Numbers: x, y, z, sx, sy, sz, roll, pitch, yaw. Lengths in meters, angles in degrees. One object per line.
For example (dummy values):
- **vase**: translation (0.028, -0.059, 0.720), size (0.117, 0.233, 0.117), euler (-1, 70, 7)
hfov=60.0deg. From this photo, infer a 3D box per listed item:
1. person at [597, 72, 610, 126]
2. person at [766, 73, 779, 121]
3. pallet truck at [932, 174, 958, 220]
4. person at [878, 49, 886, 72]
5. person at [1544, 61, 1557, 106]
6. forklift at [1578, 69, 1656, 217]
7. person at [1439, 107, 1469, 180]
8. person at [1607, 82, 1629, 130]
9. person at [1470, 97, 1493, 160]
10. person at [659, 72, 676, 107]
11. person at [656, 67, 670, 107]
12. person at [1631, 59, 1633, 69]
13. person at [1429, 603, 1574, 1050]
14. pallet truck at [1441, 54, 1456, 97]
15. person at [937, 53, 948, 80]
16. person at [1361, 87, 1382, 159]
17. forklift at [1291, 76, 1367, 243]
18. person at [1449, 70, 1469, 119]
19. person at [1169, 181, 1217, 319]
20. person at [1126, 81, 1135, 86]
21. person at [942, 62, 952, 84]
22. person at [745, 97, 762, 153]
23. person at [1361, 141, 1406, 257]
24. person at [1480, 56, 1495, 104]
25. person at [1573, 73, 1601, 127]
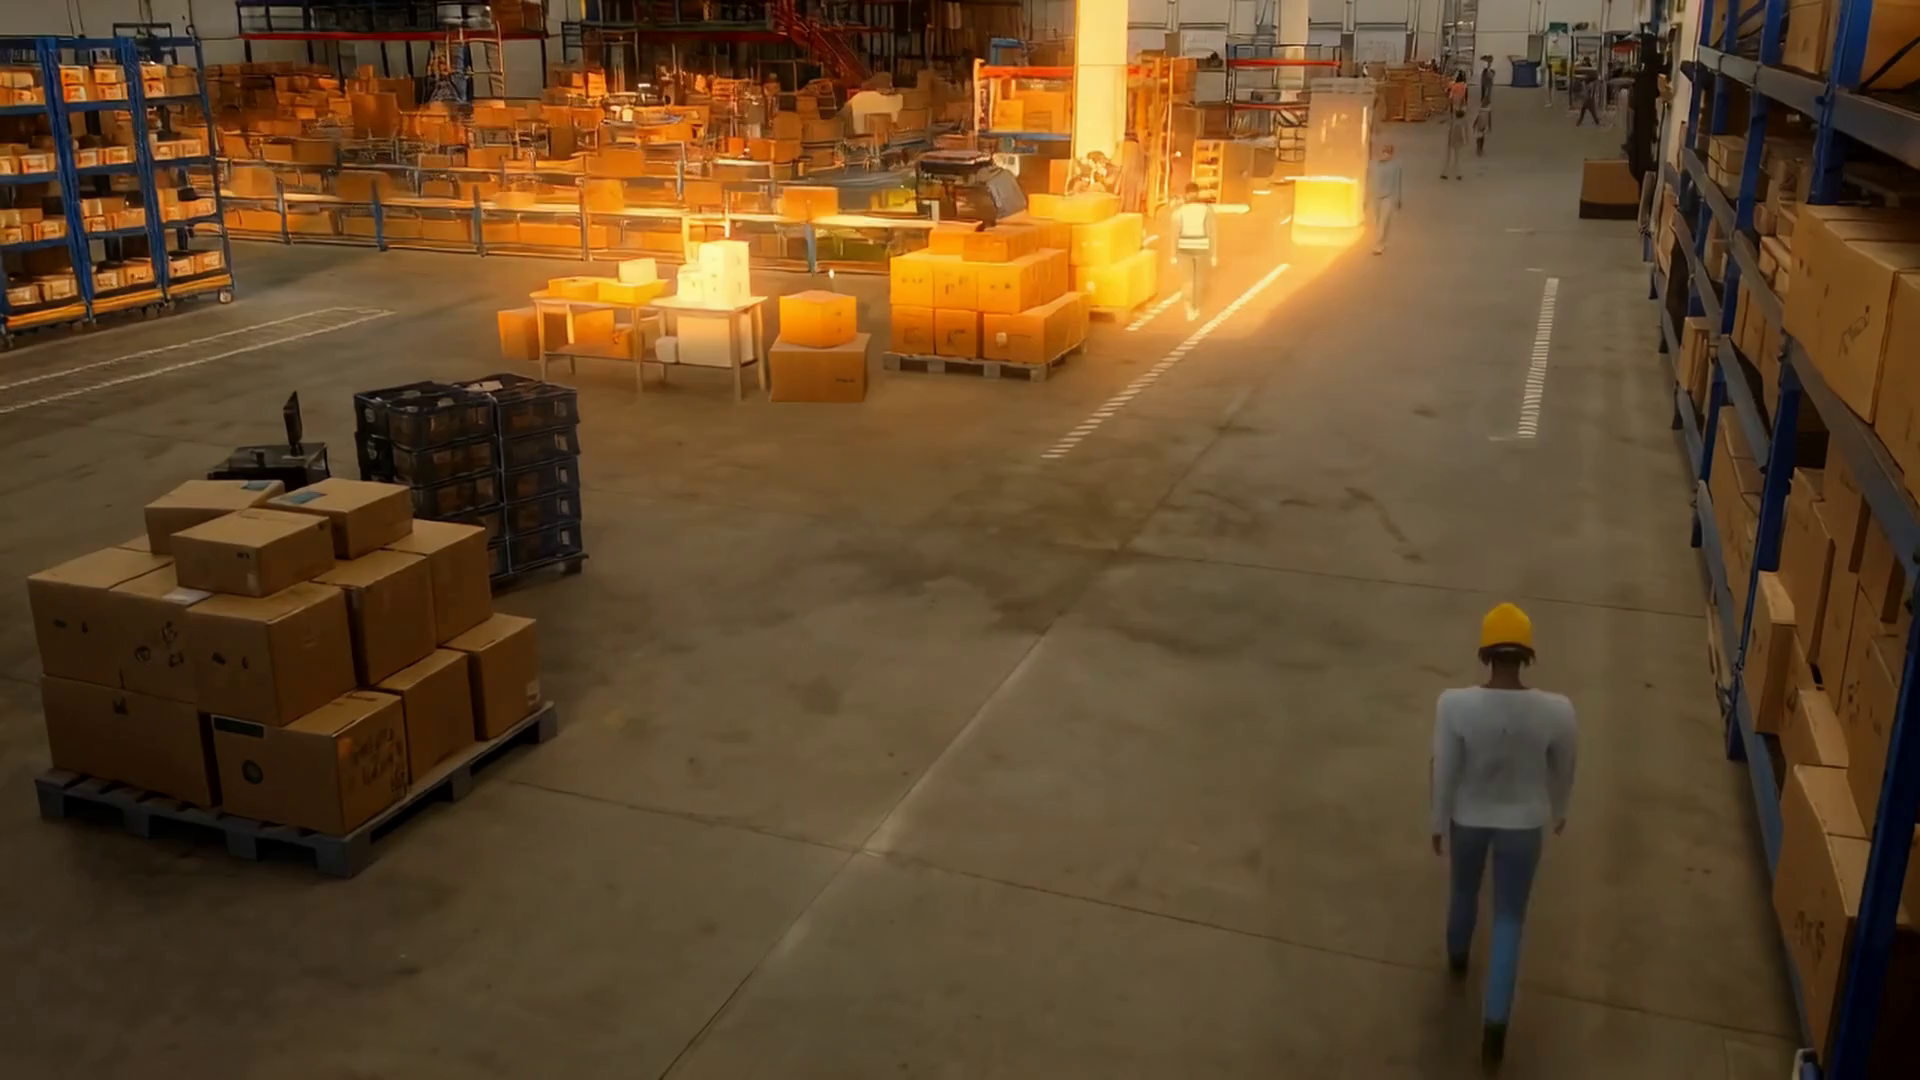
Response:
- **person**: translation (-12.536, -15.440, 58.254), size (0.552, 1.917, 0.749), euler (7, 19, 22)
- **person**: translation (-6.890, -16.303, 61.243), size (0.486, 1.735, 0.322), euler (-1, 18, -3)
- **pallet truck**: translation (-0.507, -5.292, 27.348), size (0.653, 1.274, 1.630), euler (6, 19, 19)
- **person**: translation (-4.480, -27.338, 95.736), size (0.504, 1.846, 0.345), euler (-12, 21, -32)
- **person**: translation (25.306, -19.524, 71.172), size (0.327, 1.861, 0.507), euler (-8, 19, -22)
- **forklift**: translation (13.219, -7.740, 32.475), size (1.873, 2.768, 1.129), euler (6, 19, 18)
- **person**: translation (11.928, -9.546, 40.045), size (0.348, 1.709, 0.617), euler (-17, 24, -42)
- **person**: translation (22.534, -14.815, 56.762), size (0.615, 1.619, 0.523), euler (-3, 18, -8)
- **person**: translation (14.247, -11.273, 45.550), size (0.552, 1.648, 0.843), euler (-2, 18, -6)
- **person**: translation (-10.434, -15.742, 59.339), size (0.599, 1.828, 0.403), euler (-8, 19, -25)
- **person**: translation (-11.014, -16.576, 61.760), size (1.018, 1.948, 0.614), euler (12, 21, 34)
- **person**: translation (30.203, -20.619, 74.560), size (0.755, 1.878, 0.638), euler (-6, 19, -17)
- **person**: translation (2.123, 1.101, 6.584), size (0.534, 1.724, 0.910), euler (7, 19, 20)
- **pallet truck**: translation (22.765, -21.886, 78.355), size (0.823, 1.965, 1.885), euler (-4, 18, -14)
- **person**: translation (-0.845, -23.496, 83.577), size (0.604, 1.905, 0.569), euler (4, 18, 12)
- **person**: translation (10.960, -11.105, 44.503), size (0.623, 1.994, 1.032), euler (10, 20, 29)
- **forklift**: translation (6.598, -6.755, 29.381), size (1.129, 2.768, 1.873), euler (6, 19, 19)
- **person**: translation (17.297, -15.280, 57.666), size (0.643, 1.952, 0.419), euler (6, 18, 17)
- **person**: translation (3.062, -3.795, 21.864), size (0.611, 1.789, 0.786), euler (1, 18, 2)
- **person**: translation (7.644, -20.824, 75.222), size (1.028, 1.869, 0.552), euler (0, 18, 1)
- **person**: translation (-0.544, -18.761, 68.662), size (0.723, 1.922, 0.556), euler (15, 23, 39)
- **person**: translation (-5.882, -11.855, 47.512), size (0.524, 1.576, 0.834), euler (4, 18, 14)
- **person**: translation (7.063, -5.693, 27.680), size (0.647, 1.874, 0.814), euler (13, 22, 35)
- **person**: translation (23.166, -20.181, 72.929), size (0.536, 2.000, 0.676), euler (-12, 21, -34)
- **person**: translation (22.031, -15.367, 58.091), size (0.985, 1.874, 0.604), euler (-4, 18, -12)
